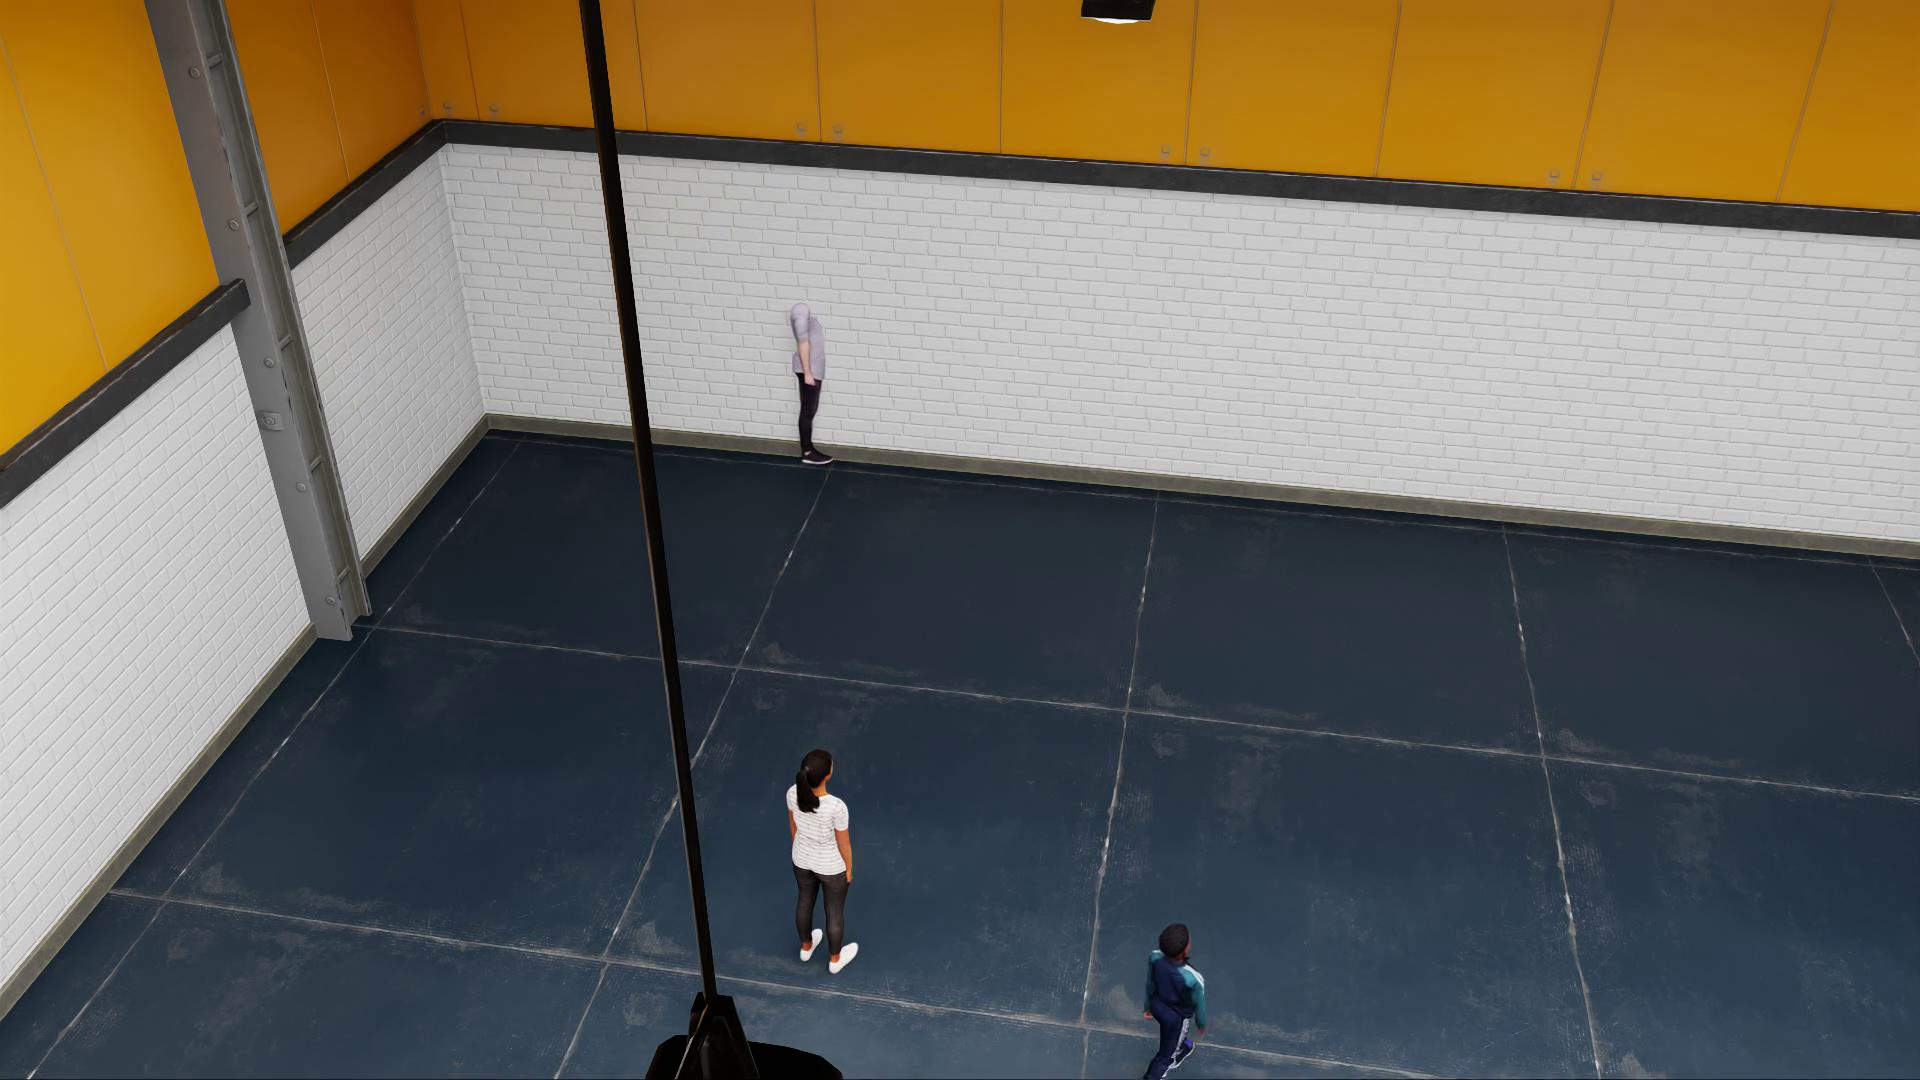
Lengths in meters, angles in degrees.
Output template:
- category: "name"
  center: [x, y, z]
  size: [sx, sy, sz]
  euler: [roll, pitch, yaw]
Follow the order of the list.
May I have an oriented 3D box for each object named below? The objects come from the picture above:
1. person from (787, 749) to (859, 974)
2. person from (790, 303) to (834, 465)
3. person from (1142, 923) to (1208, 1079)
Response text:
- category: "person"
  center: [-0.837, 1.914, 9.941]
  size: [0.615, 1.644, 0.593]
  euler: [15, 37, 22]
- category: "person"
  center: [-1.363, -1.588, 15.039]
  size: [0.757, 1.834, 0.558]
  euler: [2, 34, 2]
- category: "person"
  center: [1.146, 2.642, 9.216]
  size: [0.938, 1.235, 0.824]
  euler: [-26, 42, -33]
